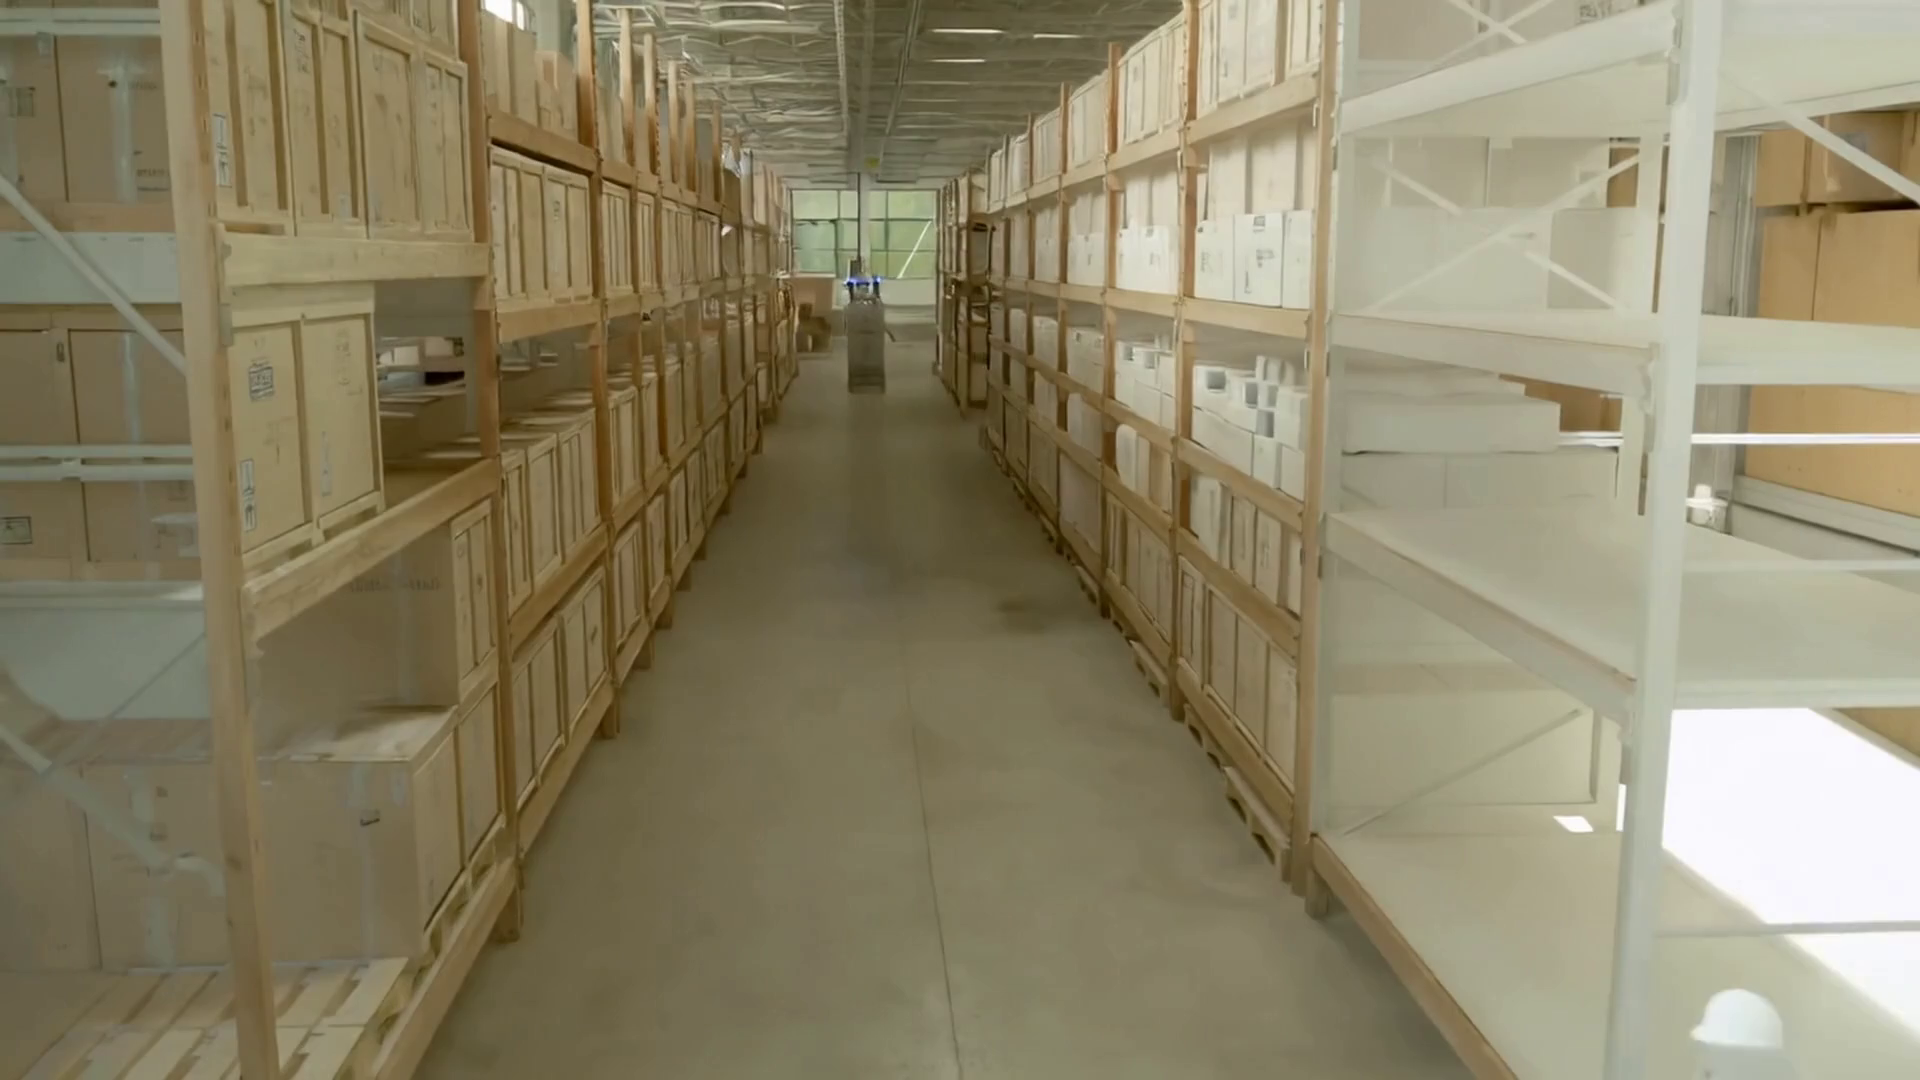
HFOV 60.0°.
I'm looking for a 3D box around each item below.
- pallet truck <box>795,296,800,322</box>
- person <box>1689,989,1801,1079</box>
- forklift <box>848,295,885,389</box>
[{"bbox_3d":[-8.622,-12.439,91.403,1.885,1.965,0.823,2,10,13],"label":"pallet truck"},{"bbox_3d":[2.383,2.174,5.017,0.880,1.694,0.509,-2,10,-11],"label":"person"},{"bbox_3d":[-2.849,-6.021,50.432,1.129,2.768,1.873,-1,10,-3],"label":"forklift"}]
